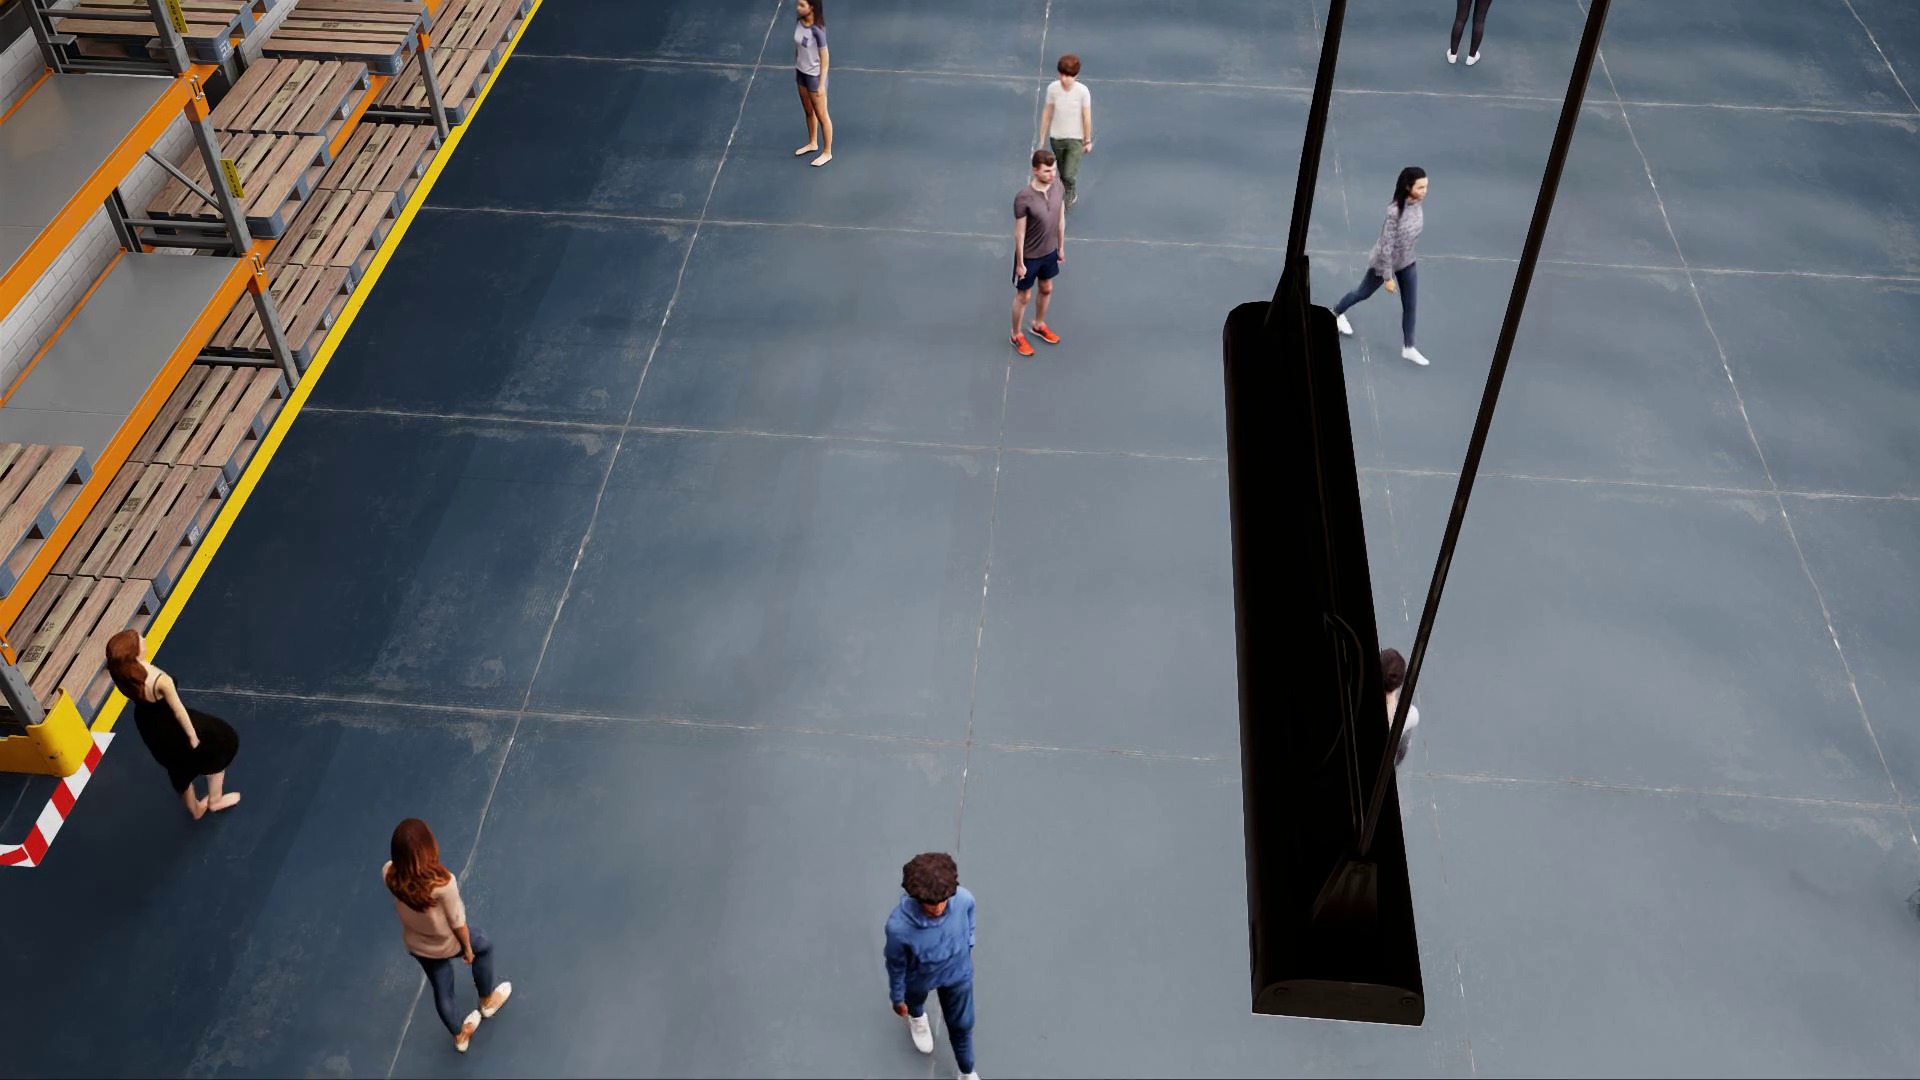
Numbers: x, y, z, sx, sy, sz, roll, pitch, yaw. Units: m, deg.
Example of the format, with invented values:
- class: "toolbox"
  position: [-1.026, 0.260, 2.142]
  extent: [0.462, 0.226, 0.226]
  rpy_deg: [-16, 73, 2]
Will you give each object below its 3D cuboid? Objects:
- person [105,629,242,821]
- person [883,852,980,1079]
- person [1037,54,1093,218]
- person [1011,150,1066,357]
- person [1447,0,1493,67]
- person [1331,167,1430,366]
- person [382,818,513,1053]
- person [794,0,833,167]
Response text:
- class: "person"
  position: [-4.779, 1.171, 9.936]
  extent: [0.619, 1.617, 0.656]
  rpy_deg: [10, 45, 11]
- class: "person"
  position: [-0.176, 2.169, 8.769]
  extent: [0.961, 1.782, 1.127]
  rpy_deg: [-15, 46, -15]
- class: "person"
  position: [0.992, -3.636, 14.985]
  extent: [0.820, 1.613, 1.145]
  rpy_deg: [16, 46, 16]
- class: "person"
  position: [0.619, -2.341, 13.456]
  extent: [0.715, 1.848, 0.759]
  rpy_deg: [-27, 50, -25]
- class: "person"
  position: [5.316, -5.711, 17.110]
  extent: [0.663, 1.686, 0.625]
  rpy_deg: [15, 46, 15]
- class: "person"
  position: [3.426, -2.271, 13.499]
  extent: [1.126, 1.687, 1.221]
  rpy_deg: [-28, 50, -26]
- class: "person"
  position: [-2.781, 2.169, 8.776]
  extent: [0.616, 1.773, 0.693]
  rpy_deg: [6, 44, 6]
- class: "person"
  position: [-1.391, -4.379, 15.678]
  extent: [0.714, 1.733, 0.652]
  rpy_deg: [-30, 51, -27]
